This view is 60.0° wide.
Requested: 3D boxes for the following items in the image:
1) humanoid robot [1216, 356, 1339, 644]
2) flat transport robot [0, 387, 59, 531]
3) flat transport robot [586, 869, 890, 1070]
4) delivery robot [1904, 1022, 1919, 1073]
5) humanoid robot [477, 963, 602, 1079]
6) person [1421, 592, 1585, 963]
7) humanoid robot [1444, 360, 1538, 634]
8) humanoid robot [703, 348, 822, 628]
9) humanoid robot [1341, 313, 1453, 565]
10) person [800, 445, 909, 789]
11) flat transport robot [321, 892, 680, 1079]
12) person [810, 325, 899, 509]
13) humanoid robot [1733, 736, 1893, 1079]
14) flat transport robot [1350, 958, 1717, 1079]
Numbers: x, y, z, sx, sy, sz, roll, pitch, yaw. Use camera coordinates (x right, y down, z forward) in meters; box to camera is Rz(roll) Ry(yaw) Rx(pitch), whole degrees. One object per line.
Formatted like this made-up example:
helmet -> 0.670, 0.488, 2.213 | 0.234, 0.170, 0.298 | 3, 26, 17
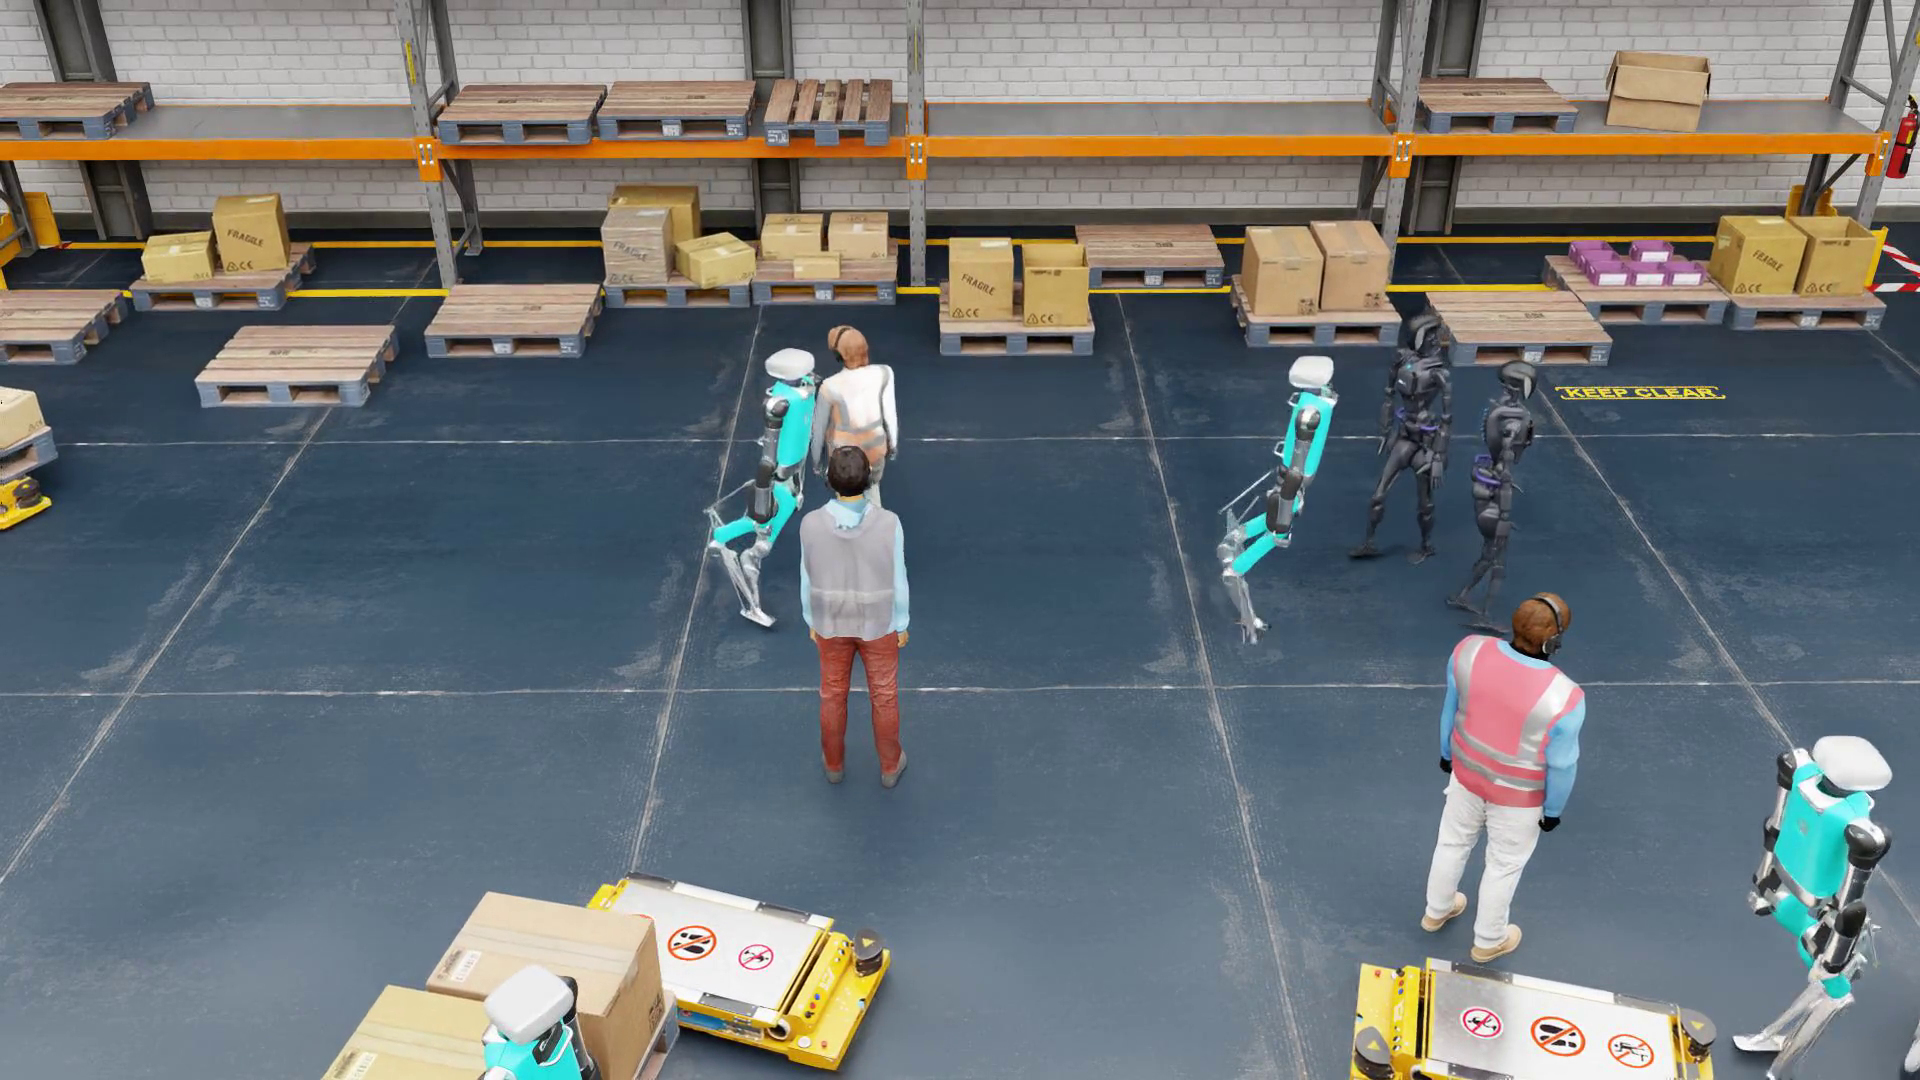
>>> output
humanoid robot -> 1.686, -0.194, 9.355 | 0.720, 1.842, 0.534 | 11, 33, 17
flat transport robot -> -6.745, -0.310, 10.926 | 1.431, 0.231, 0.659 | 15, 34, 23
flat transport robot -> -1.090, 1.863, 7.309 | 1.431, 0.231, 0.659 | 10, 32, 16
delivery robot -> 4.308, 1.947, 6.911 | 0.790, 0.614, 0.499 | -23, 38, -33
humanoid robot -> -1.093, 2.085, 5.386 | 0.735, 1.676, 0.533 | 7, 32, 11
person -> 2.349, 1.021, 7.199 | 0.431, 1.838, 0.629 | -25, 39, -35
humanoid robot -> 3.078, -0.254, 9.477 | 0.383, 1.668, 0.599 | 7, 32, 12
humanoid robot -> -1.165, -0.219, 9.468 | 0.774, 1.896, 0.573 | 11, 33, 18
humanoid robot -> 2.706, -0.570, 10.004 | 0.603, 1.644, 0.599 | -16, 35, -25
person -> -0.515, 0.412, 8.173 | 0.534, 1.872, 0.415 | 3, 31, 5
flat transport robot -> -1.771, 2.353, 6.494 | 1.431, 0.231, 0.659 | 7, 32, 11
person -> -0.639, -0.528, 9.955 | 0.546, 1.625, 0.396 | -16, 34, -25
humanoid robot -> 3.448, 1.486, 6.542 | 0.729, 1.798, 0.558 | -6, 32, -11
flat transport robot -> 2.369, 2.119, 6.883 | 1.431, 0.231, 0.659 | 8, 32, 13
